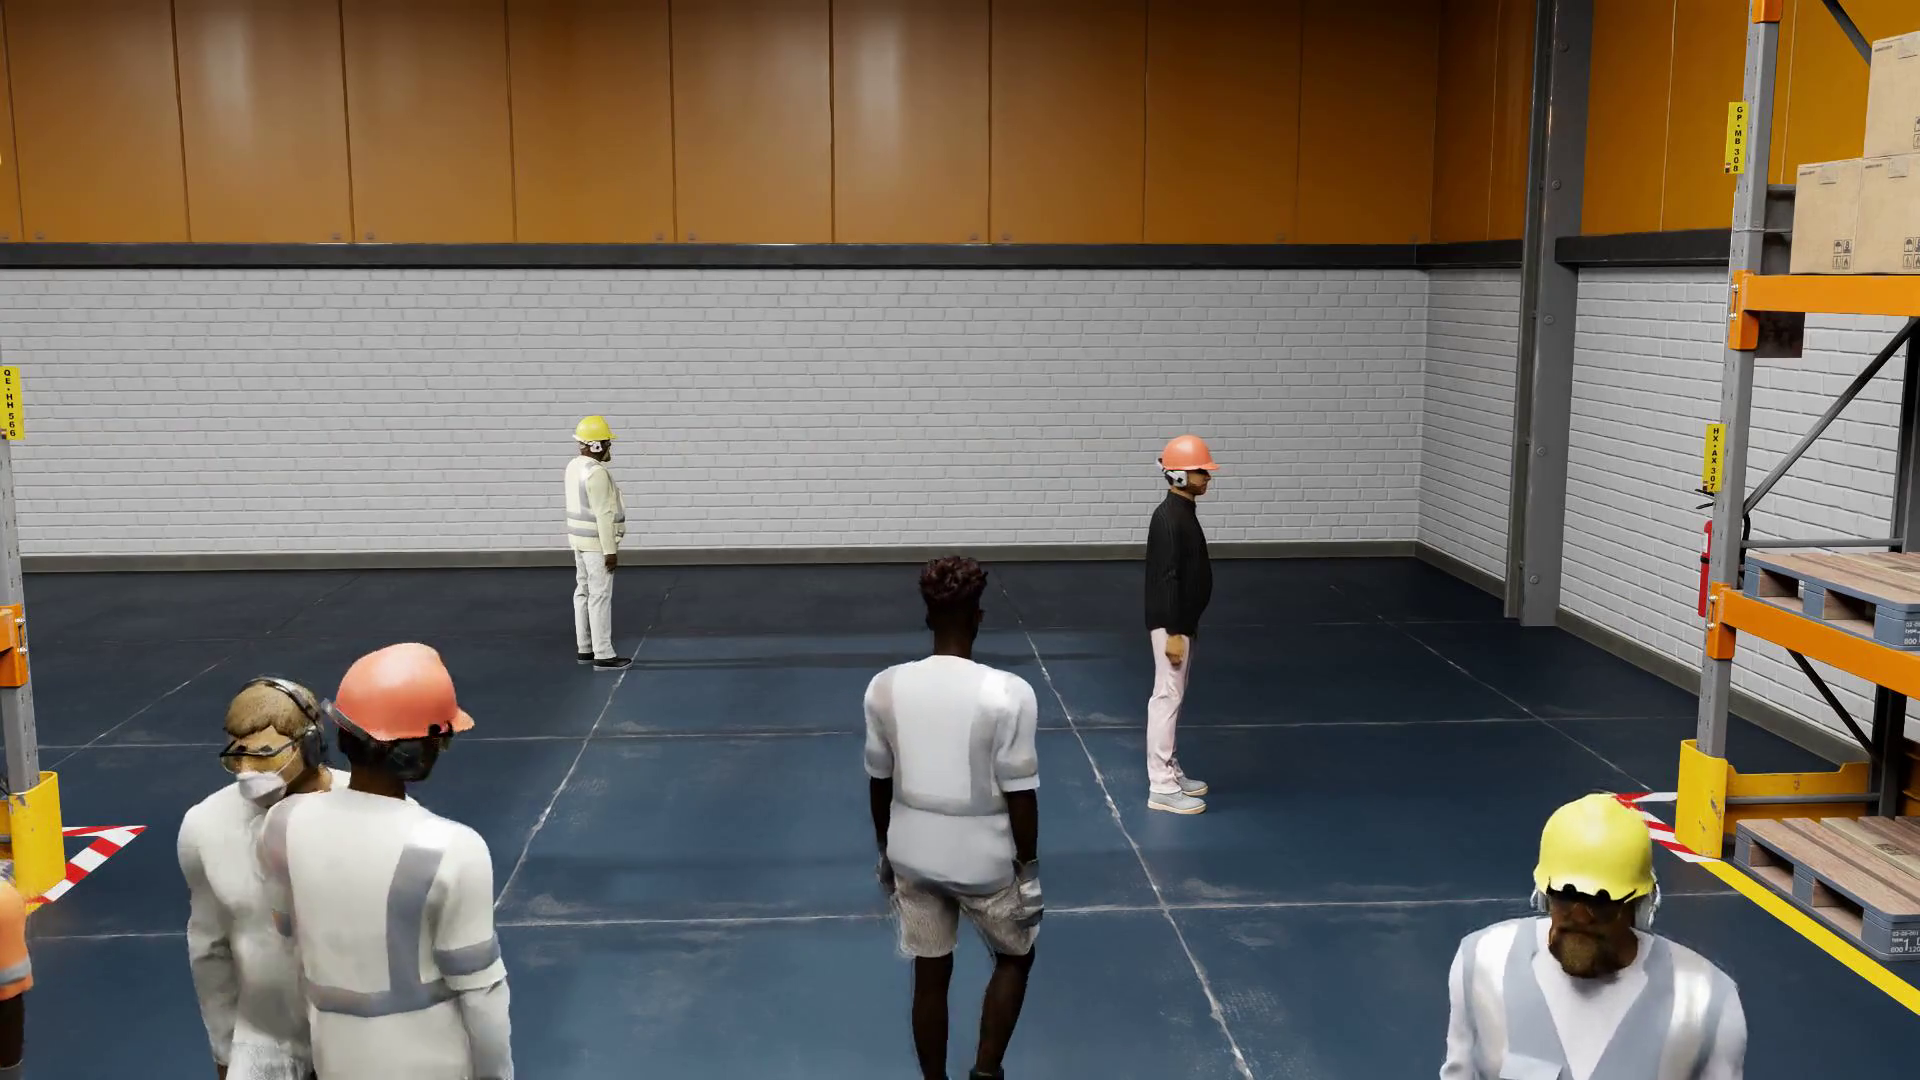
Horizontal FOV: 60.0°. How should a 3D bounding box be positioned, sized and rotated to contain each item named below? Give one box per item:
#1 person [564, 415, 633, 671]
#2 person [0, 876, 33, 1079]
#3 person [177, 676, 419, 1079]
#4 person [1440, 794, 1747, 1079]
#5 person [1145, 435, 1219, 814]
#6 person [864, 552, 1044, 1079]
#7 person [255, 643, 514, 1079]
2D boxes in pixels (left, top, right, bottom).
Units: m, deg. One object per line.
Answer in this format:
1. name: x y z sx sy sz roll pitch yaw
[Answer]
1. person: -2.613 0.019 11.987 0.403 1.835 0.588 -6 11 -35
2. person: -2.618 1.333 4.232 0.586 1.666 0.517 0 9 -2
3. person: -1.563 1.263 3.959 0.617 1.894 0.881 -1 9 -5
4. person: 1.261 1.394 3.383 0.600 1.818 0.406 4 10 24
5. person: 1.169 0.436 8.858 0.380 1.996 0.608 2 9 14
6. person: -0.003 1.008 5.381 0.644 1.953 0.456 4 10 24
7. person: -1.331 1.227 3.859 0.631 2.007 0.735 3 10 19
